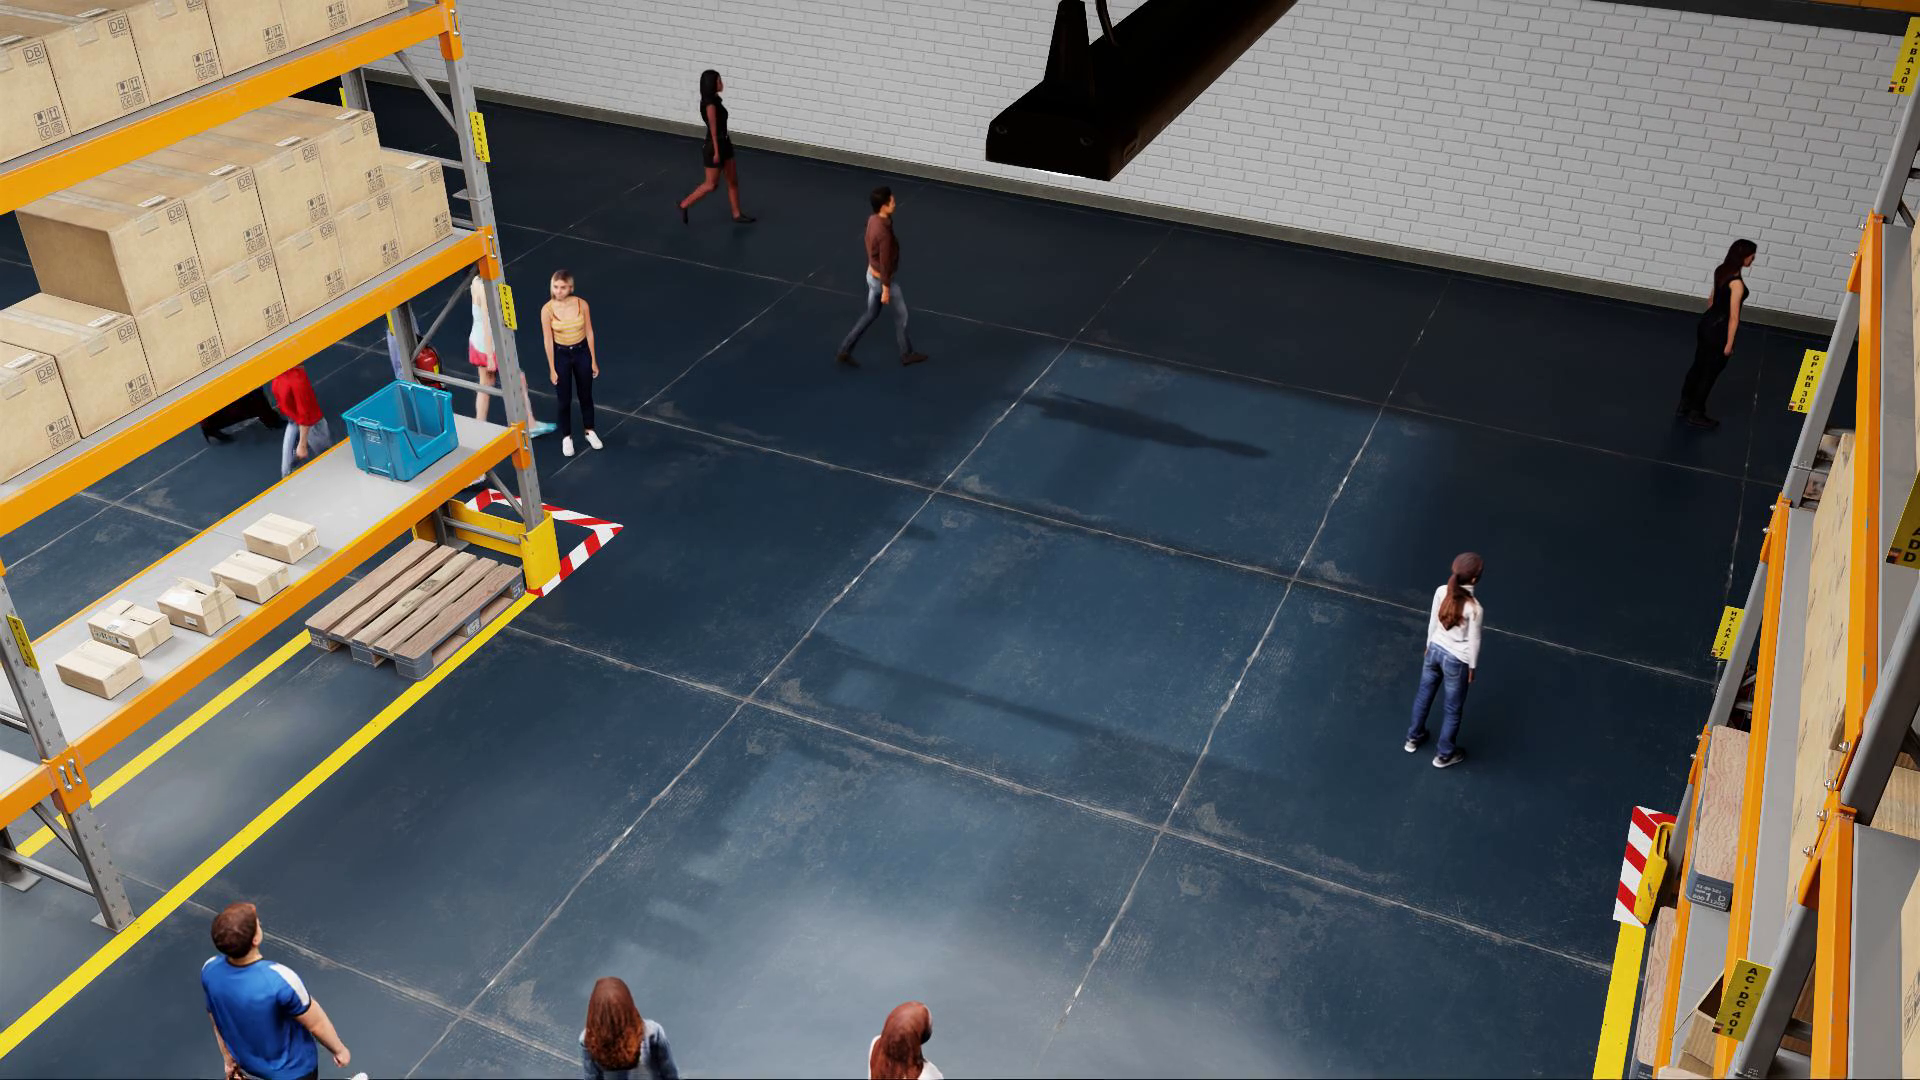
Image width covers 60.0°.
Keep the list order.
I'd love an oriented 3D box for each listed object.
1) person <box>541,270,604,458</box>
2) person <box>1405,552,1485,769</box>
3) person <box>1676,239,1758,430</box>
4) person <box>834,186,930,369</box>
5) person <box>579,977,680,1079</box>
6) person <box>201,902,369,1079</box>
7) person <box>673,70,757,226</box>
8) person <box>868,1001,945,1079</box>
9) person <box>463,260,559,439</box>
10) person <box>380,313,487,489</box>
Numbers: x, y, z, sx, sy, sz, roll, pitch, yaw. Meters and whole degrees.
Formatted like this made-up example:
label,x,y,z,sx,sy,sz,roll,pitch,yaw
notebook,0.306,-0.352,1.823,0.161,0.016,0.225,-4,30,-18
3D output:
label,x,y,z,sx,sy,sz,roll,pitch,yaw
person,-3.226,-1.492,13.803,0.637,1.628,0.712,-14,36,-20
person,3.087,0.739,10.511,0.628,1.557,0.609,-25,41,-33
person,6.449,-1.768,14.165,0.733,1.687,0.618,-1,34,-2
person,-0.785,-2.307,14.926,1.179,1.744,1.141,-11,35,-16
person,-1.526,2.621,7.763,0.794,1.465,0.948,-1,34,-2
person,-3.194,2.472,7.672,0.845,1.813,1.301,7,34,11
person,-2.668,-4.121,17.677,0.988,1.719,1.112,-1,34,-2
person,-0.214,2.692,7.391,0.619,1.758,0.654,-28,43,-36
person,-3.987,-1.575,13.821,1.067,1.747,0.974,-14,36,-20
person,-4.194,-1.172,13.127,1.152,1.844,1.099,-9,35,-13
